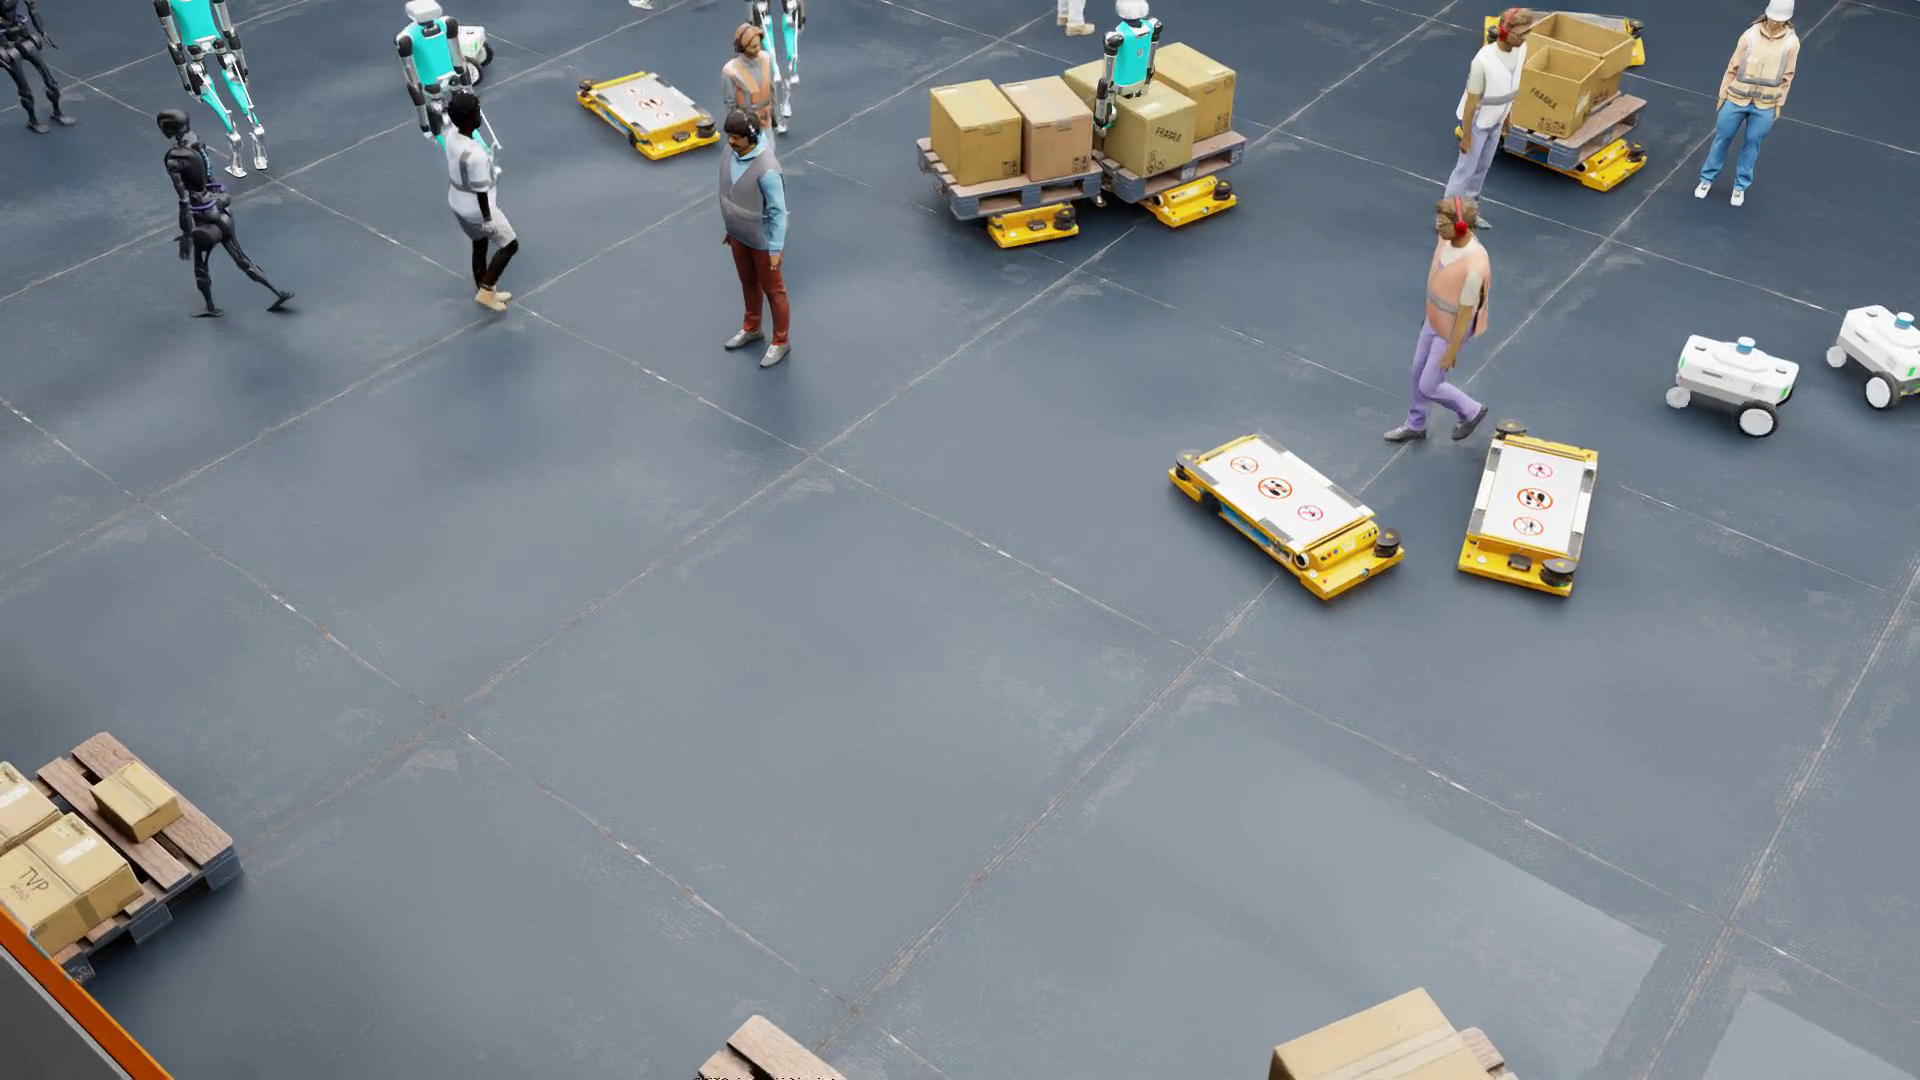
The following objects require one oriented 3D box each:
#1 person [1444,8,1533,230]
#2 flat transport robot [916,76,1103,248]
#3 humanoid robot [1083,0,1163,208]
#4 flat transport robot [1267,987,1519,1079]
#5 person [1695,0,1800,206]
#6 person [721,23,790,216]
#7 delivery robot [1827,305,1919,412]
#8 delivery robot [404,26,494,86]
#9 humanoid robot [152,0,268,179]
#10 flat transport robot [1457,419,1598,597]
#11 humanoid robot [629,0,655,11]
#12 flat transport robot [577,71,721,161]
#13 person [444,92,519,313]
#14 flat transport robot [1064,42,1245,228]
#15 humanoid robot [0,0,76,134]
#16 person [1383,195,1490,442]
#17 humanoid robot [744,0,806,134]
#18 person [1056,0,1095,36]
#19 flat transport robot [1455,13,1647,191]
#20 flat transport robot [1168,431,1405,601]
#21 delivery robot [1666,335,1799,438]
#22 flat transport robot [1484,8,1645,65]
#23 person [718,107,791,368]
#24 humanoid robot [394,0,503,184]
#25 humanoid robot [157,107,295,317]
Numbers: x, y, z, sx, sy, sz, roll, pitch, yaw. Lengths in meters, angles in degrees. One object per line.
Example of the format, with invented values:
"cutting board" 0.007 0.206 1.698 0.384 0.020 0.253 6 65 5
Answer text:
"person" 3.959 -3.149 12.581 0.561 1.832 0.409 -30 49 -30
"flat transport robot" 0.378 -2.806 13.379 0.659 0.231 1.431 -14 42 -15
"humanoid robot" 1.133 -3.439 12.887 0.533 1.677 0.735 -27 47 -28
"flat transport robot" 1.865 2.769 6.821 0.659 0.231 1.431 -16 43 -18
"person" 6.196 -3.451 13.019 0.483 1.720 0.378 16 43 18
"person" -1.593 -3.178 12.766 0.331 1.628 0.530 29 48 30
"delivery robot" 6.356 -1.255 11.347 0.499 0.612 0.815 -11 42 -13
"delivery robot" -4.650 -4.448 15.103 0.805 0.612 0.499 0 40 0
"humanoid robot" -5.834 -3.640 13.123 0.533 1.677 0.735 -26 47 -27
"flat transport robot" 3.553 -0.222 10.339 0.659 0.231 1.431 15 43 17
"humanoid robot" -2.739 -5.863 15.855 1.039 1.731 0.558 -17 43 -19
"flat transport robot" -2.721 -3.723 14.457 0.659 0.231 1.431 -25 46 -27
"person" -3.397 -2.366 11.771 0.375 1.684 0.533 -28 48 -29
"flat transport robot" 1.542 -3.011 13.620 0.659 0.231 1.431 -24 46 -26
"humanoid robot" -7.907 -4.178 13.912 0.452 1.631 0.610 20 44 22
"person" 3.115 -1.340 10.457 0.546 1.814 0.598 -5 41 -6
"humanoid robot" -1.521 -4.289 14.025 0.530 1.791 0.891 -7 41 -8
"person" 1.070 -5.650 15.525 0.432 1.825 0.644 -12 42 -14
"flat transport robot" 4.986 -3.369 14.041 0.659 0.231 1.431 -32 50 -32
"flat transport robot" 2.005 -0.198 10.311 0.659 0.231 1.431 -24 46 -26
"delivery robot" 5.173 -1.085 11.127 0.769 0.587 0.499 22 45 24
"flat transport robot" 5.685 -4.741 15.656 1.431 0.231 0.659 9 41 10
"person" -1.378 -2.065 11.265 0.532 1.879 0.415 32 50 32
"humanoid robot" -3.766 -3.144 12.705 0.761 1.875 0.530 27 47 28
"humanoid robot" -5.273 -2.286 11.721 0.772 1.635 0.599 1 40 1
